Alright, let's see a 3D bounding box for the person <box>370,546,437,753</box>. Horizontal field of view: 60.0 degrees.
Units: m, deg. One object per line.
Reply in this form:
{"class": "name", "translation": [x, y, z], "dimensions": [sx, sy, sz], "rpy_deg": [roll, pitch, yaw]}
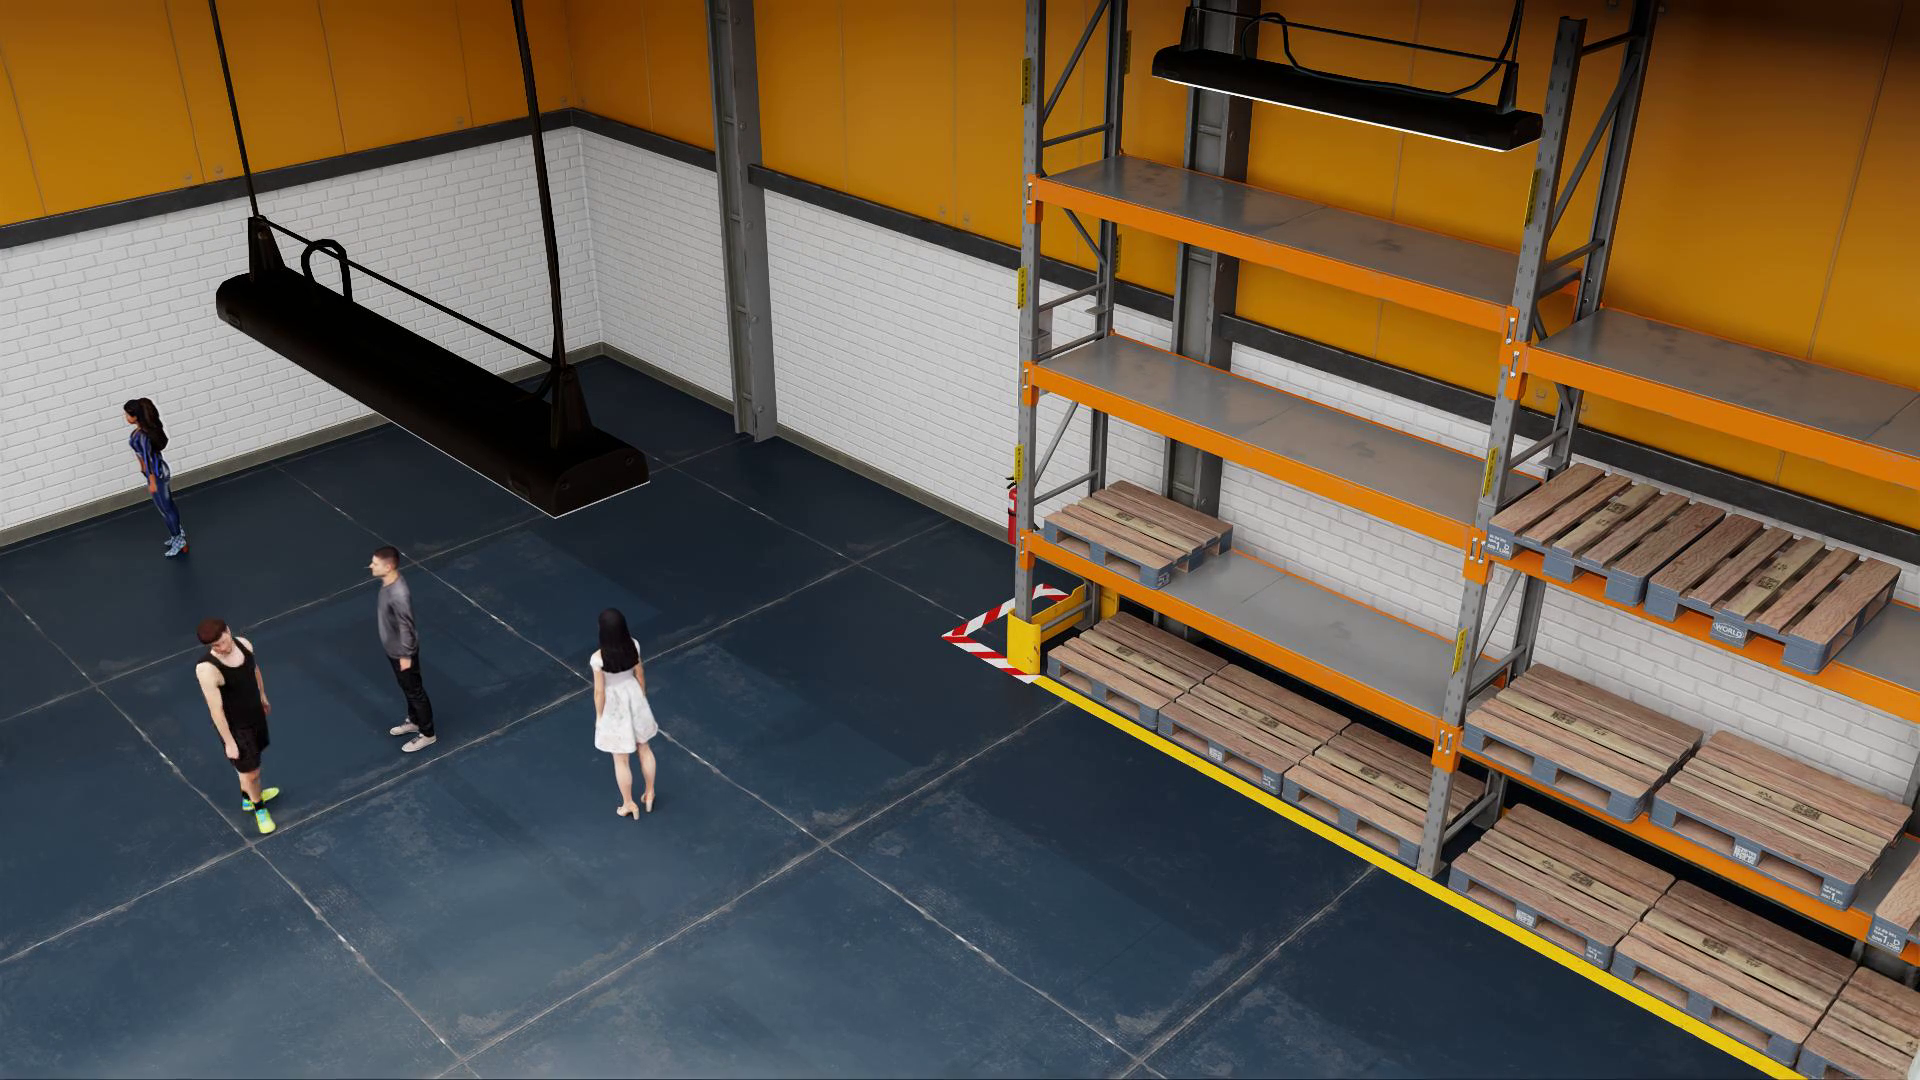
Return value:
{"class": "person", "translation": [-4.375, 0.828, 13.039], "dimensions": [0.723, 1.761, 0.554], "rpy_deg": [-17, 33, -28]}

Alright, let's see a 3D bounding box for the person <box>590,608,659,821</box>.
{"class": "person", "translation": [-2.471, 1.274, 12.207], "dimensions": [0.669, 1.774, 0.658], "rpy_deg": [-21, 35, -34]}

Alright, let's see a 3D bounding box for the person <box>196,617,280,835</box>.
{"class": "person", "translation": [-5.237, 1.292, 12.094], "dimensions": [0.898, 1.851, 0.893], "rpy_deg": [0, 29, 0]}

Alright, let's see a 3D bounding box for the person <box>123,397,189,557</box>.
{"class": "person", "translation": [-7.651, -0.610, 15.825], "dimensions": [0.754, 1.618, 0.629], "rpy_deg": [-10, 30, -18]}
